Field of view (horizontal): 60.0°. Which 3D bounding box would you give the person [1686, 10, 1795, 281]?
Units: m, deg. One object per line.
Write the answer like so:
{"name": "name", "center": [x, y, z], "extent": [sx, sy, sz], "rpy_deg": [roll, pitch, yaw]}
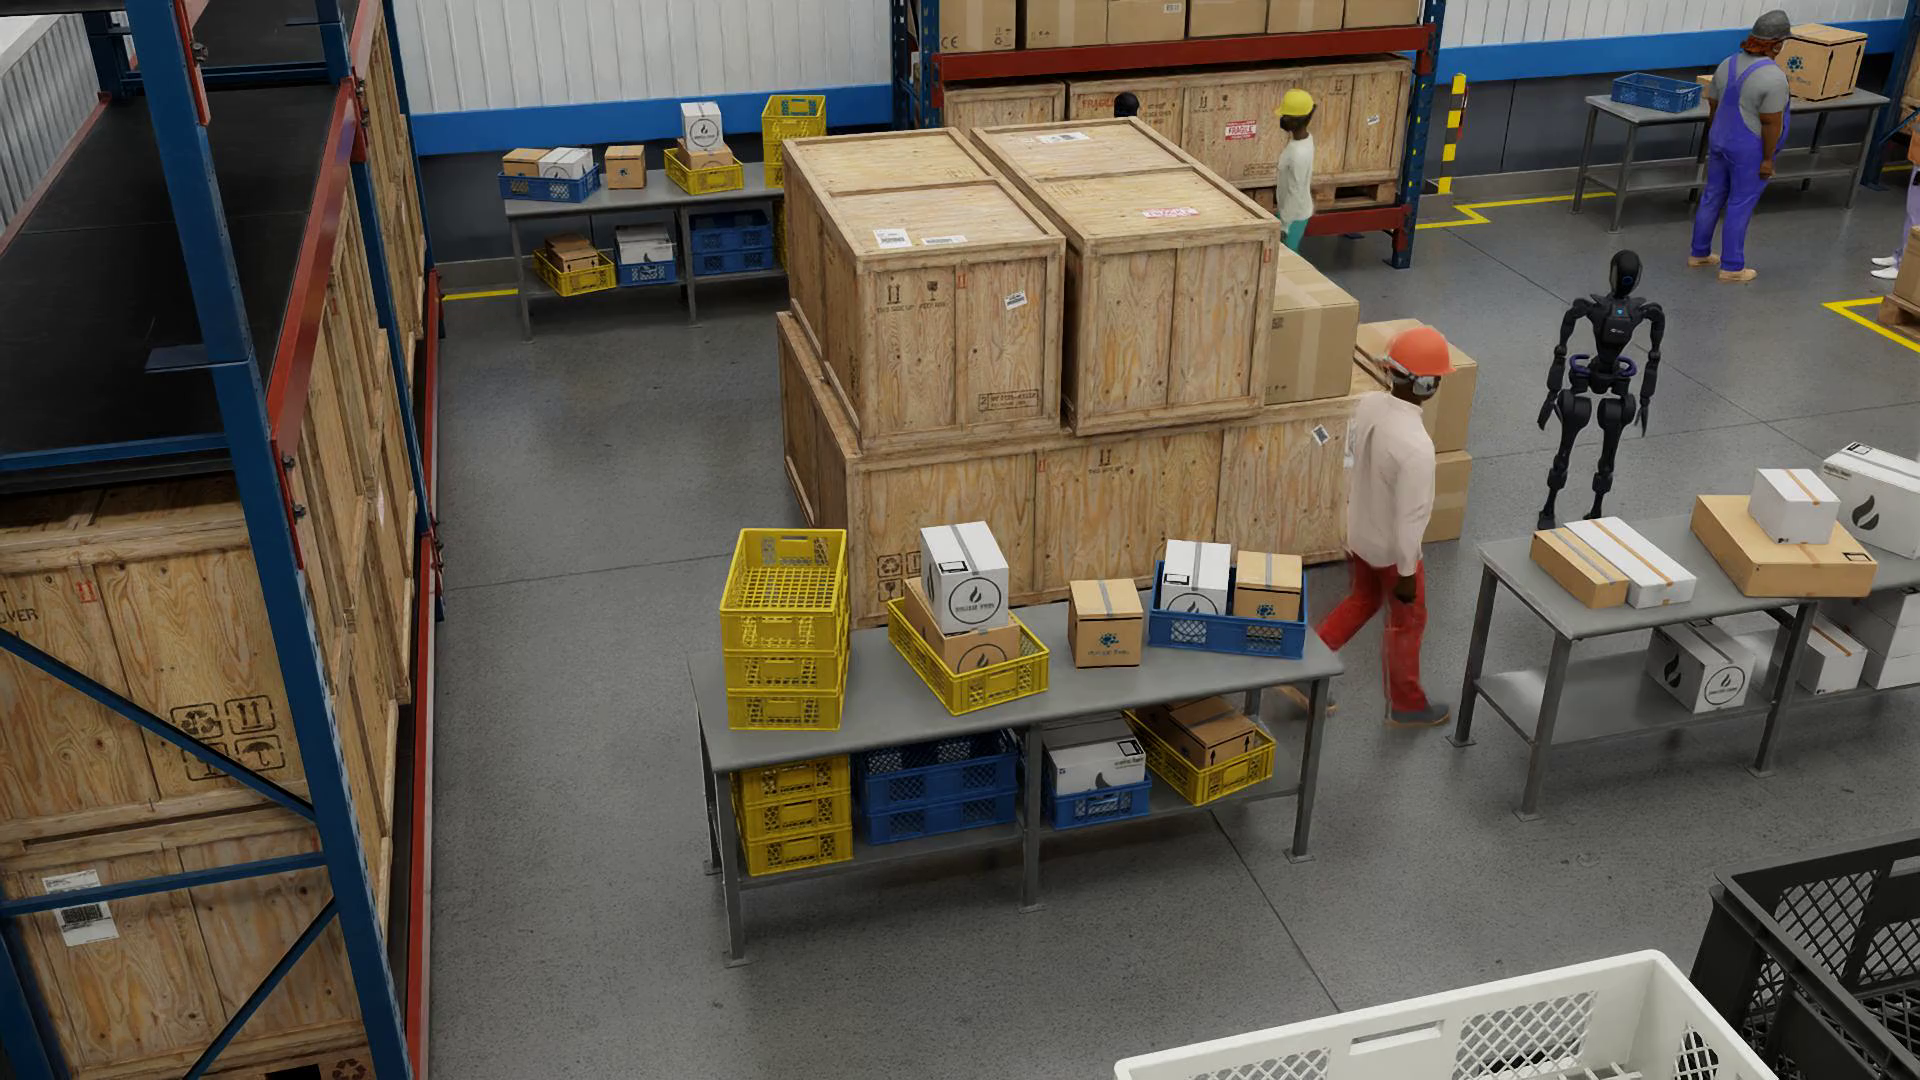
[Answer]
{"name": "person", "center": [6.053, -3.029, 12.780], "extent": [0.536, 2.000, 0.676], "rpy_deg": [-9, 30, -16]}

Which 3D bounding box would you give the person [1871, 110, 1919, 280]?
{"name": "person", "center": [7.420, -2.952, 12.752], "extent": [0.349, 1.929, 0.593], "rpy_deg": [14, 32, 24]}

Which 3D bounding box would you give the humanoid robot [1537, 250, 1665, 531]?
{"name": "humanoid robot", "center": [3.477, -0.790, 9.085], "extent": [0.572, 1.652, 0.313], "rpy_deg": [5, 29, 9]}

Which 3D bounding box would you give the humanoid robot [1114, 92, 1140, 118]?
{"name": "humanoid robot", "center": [1.172, -2.377, 11.955], "extent": [0.601, 1.657, 0.313], "rpy_deg": [-19, 34, -30]}

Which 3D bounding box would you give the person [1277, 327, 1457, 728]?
{"name": "person", "center": [1.890, -0.016, 7.385], "extent": [0.790, 1.972, 0.626], "rpy_deg": [-6, 29, -10]}

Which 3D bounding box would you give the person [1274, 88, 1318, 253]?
{"name": "person", "center": [2.322, -2.300, 11.740], "extent": [0.324, 1.767, 0.538], "rpy_deg": [5, 29, 9]}
